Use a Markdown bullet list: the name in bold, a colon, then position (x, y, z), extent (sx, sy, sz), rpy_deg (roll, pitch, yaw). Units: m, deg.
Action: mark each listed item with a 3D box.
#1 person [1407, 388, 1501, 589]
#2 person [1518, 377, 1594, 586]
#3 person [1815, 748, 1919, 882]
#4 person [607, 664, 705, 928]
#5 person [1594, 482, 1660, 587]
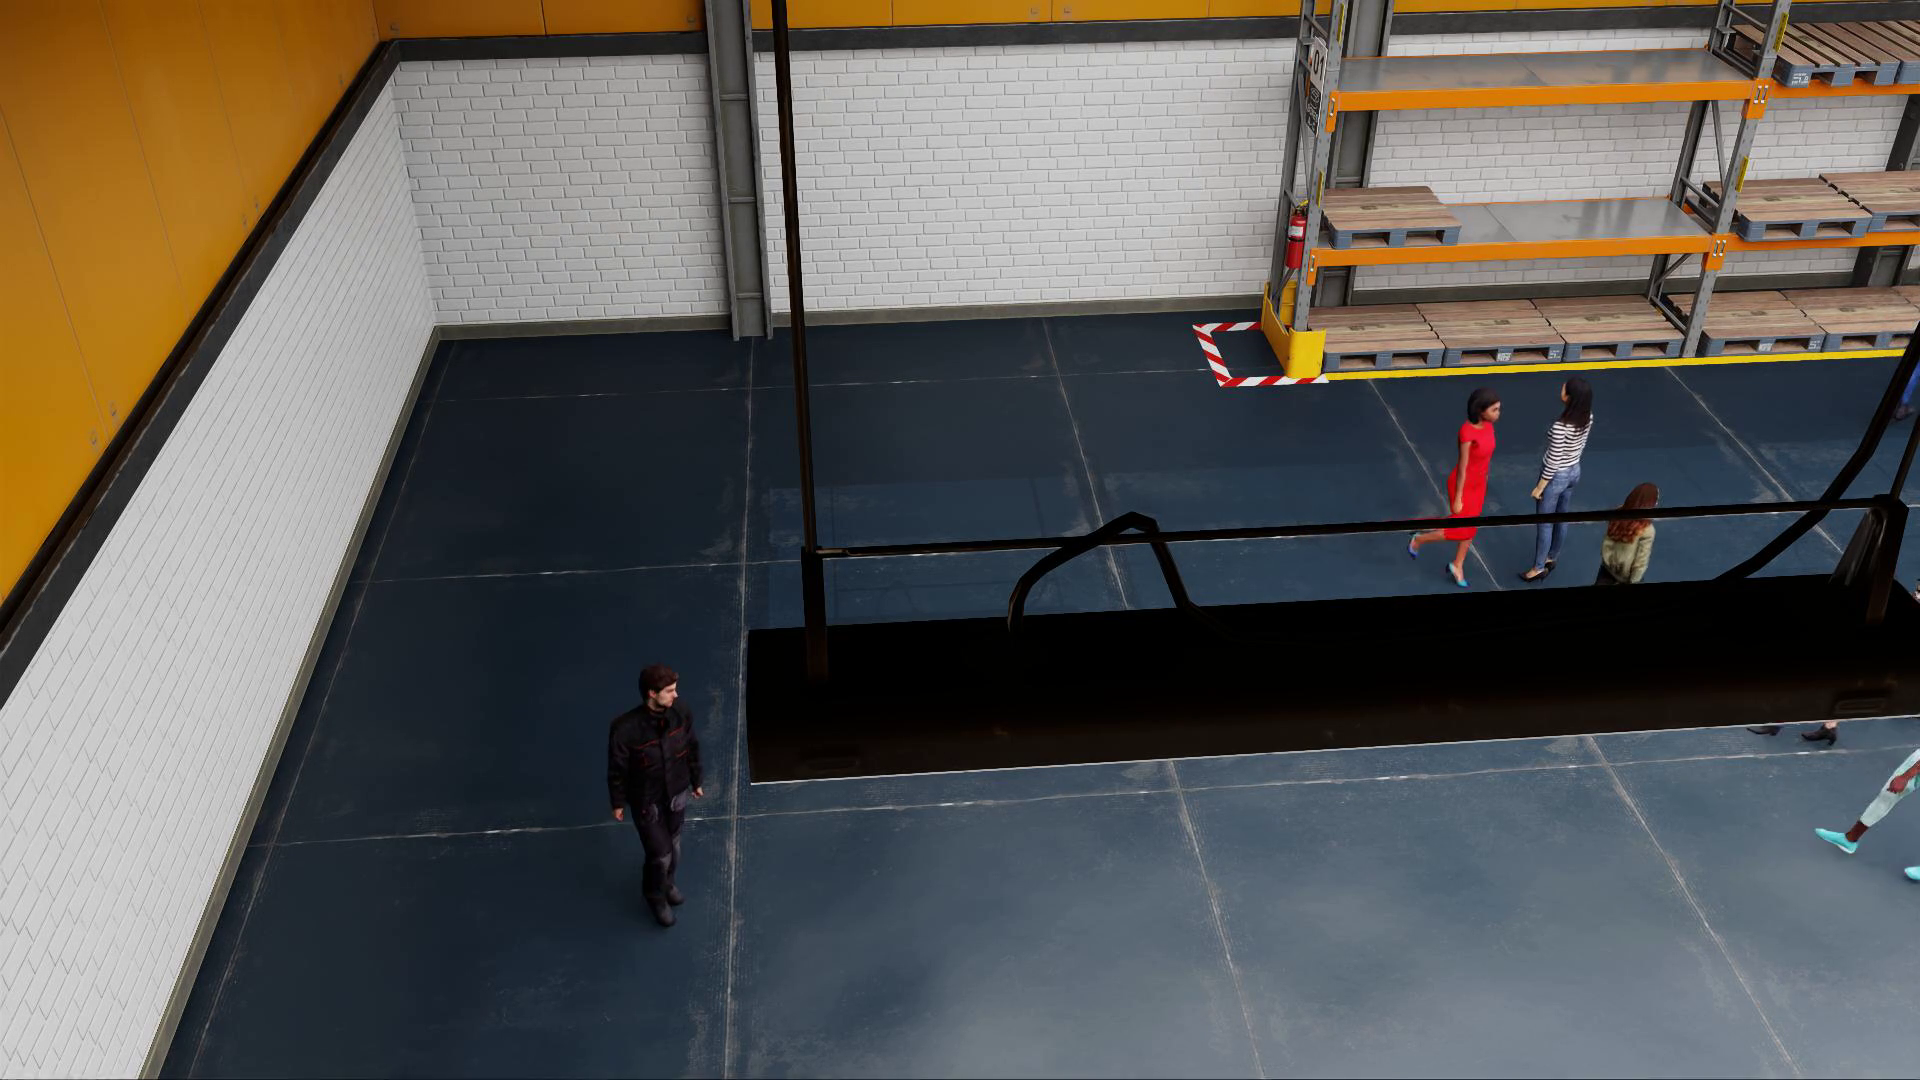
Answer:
- **person**: position (3.850, -0.410, 12.887), extent (0.906, 1.732, 0.853), rpy_deg (26, 41, 33)
- **person**: position (4.638, -0.454, 12.895), extent (0.602, 1.796, 0.716), rpy_deg (-23, 40, -30)
- **person**: position (6.055, 1.435, 10.155), extent (1.095, 1.684, 0.847), rpy_deg (10, 35, 14)
- **person**: position (-1.860, 1.462, 9.999), extent (0.844, 1.812, 0.939), rpy_deg (-24, 40, -31)
- **person**: position (4.781, 0.230, 12.182), extent (1.070, 1.445, 0.789), rpy_deg (-13, 36, -19)
